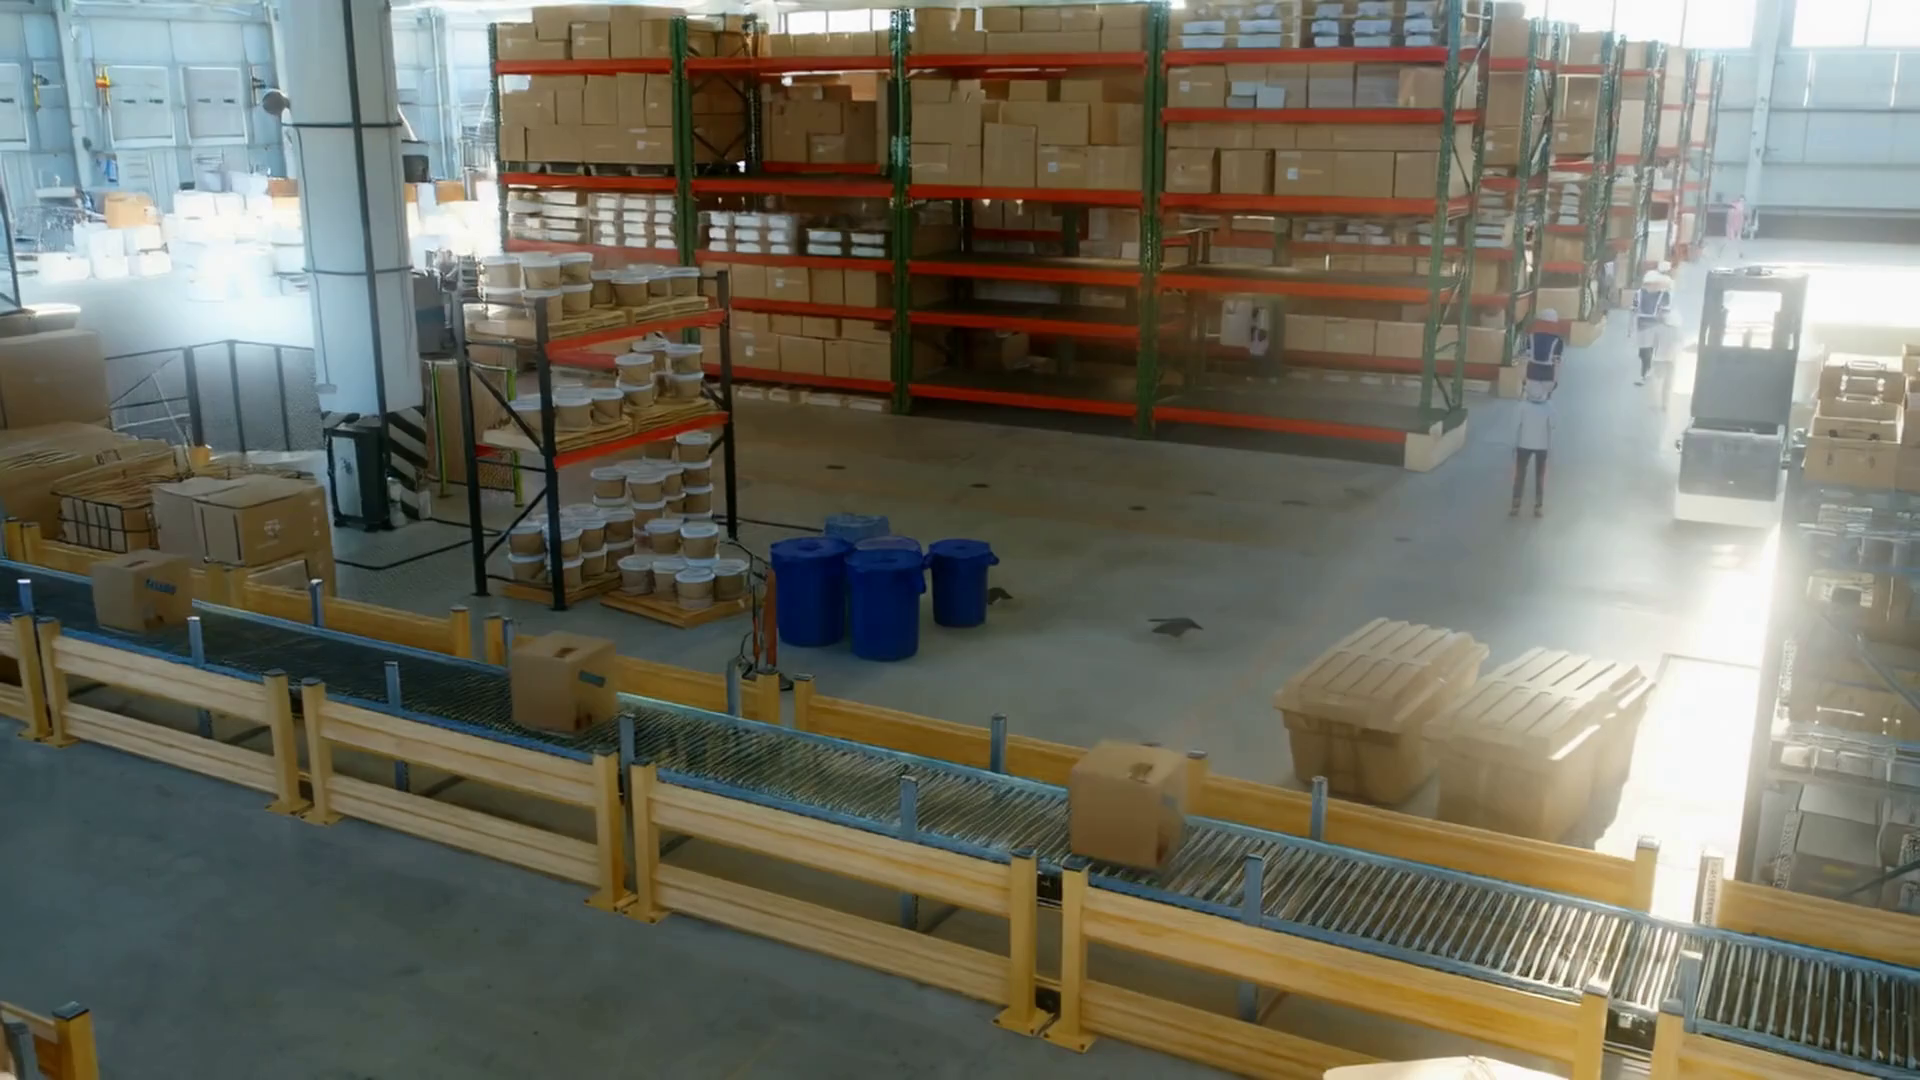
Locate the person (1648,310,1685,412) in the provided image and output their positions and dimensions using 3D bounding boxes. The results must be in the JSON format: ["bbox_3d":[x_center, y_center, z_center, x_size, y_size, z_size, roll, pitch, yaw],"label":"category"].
[{"bbox_3d":[11.006,-2.783,25.972,0.525,1.618,0.448,10,18,34],"label":"person"}]

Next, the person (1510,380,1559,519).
[{"bbox_3d":[6.714,-1.061,19.475,0.500,1.634,0.281,5,16,18],"label":"person"}]

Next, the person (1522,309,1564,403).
[{"bbox_3d":[8.287,-2.336,23.741,0.546,1.913,0.743,7,16,24],"label":"person"}]

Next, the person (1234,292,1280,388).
[{"bbox_3d":[5.119,-3.431,28.342,0.850,1.656,0.536,8,17,28],"label":"person"}]

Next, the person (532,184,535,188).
[{"bbox_3d":[-17.018,-13.487,66.086,0.532,1.691,0.321,2,15,9],"label":"person"}]

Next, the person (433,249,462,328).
[{"bbox_3d":[-10.985,-5.398,35.691,0.615,1.686,0.386,2,15,6],"label":"person"}]

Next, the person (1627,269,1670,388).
[{"bbox_3d":[11.826,-3.650,28.527,0.622,2.005,1.024,14,20,42],"label":"person"}]

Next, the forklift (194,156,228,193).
[{"bbox_3d":[-26.295,-12.105,58.608,1.129,2.768,1.873,-11,18,-35],"label":"forklift"}]

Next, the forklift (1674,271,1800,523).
[{"bbox_3d":[9.269,-1.763,19.726,1.129,2.768,1.873,8,17,27],"label":"forklift"}]

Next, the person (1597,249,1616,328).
[{"bbox_3d":[13.789,-5.375,35.588,0.322,1.691,0.606,13,19,40],"label":"person"}]

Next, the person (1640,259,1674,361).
[{"bbox_3d":[13.082,-4.300,31.152,0.399,1.899,0.646,-7,17,-26],"label":"person"}]

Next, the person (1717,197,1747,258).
[{"bbox_3d":[23.899,-9.655,51.358,0.662,1.864,0.983,-6,16,-22],"label":"person"}]

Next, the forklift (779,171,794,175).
[{"bbox_3d":[-6.439,-13.038,62.112,1.873,2.768,1.129,3,15,12],"label":"forklift"}]
